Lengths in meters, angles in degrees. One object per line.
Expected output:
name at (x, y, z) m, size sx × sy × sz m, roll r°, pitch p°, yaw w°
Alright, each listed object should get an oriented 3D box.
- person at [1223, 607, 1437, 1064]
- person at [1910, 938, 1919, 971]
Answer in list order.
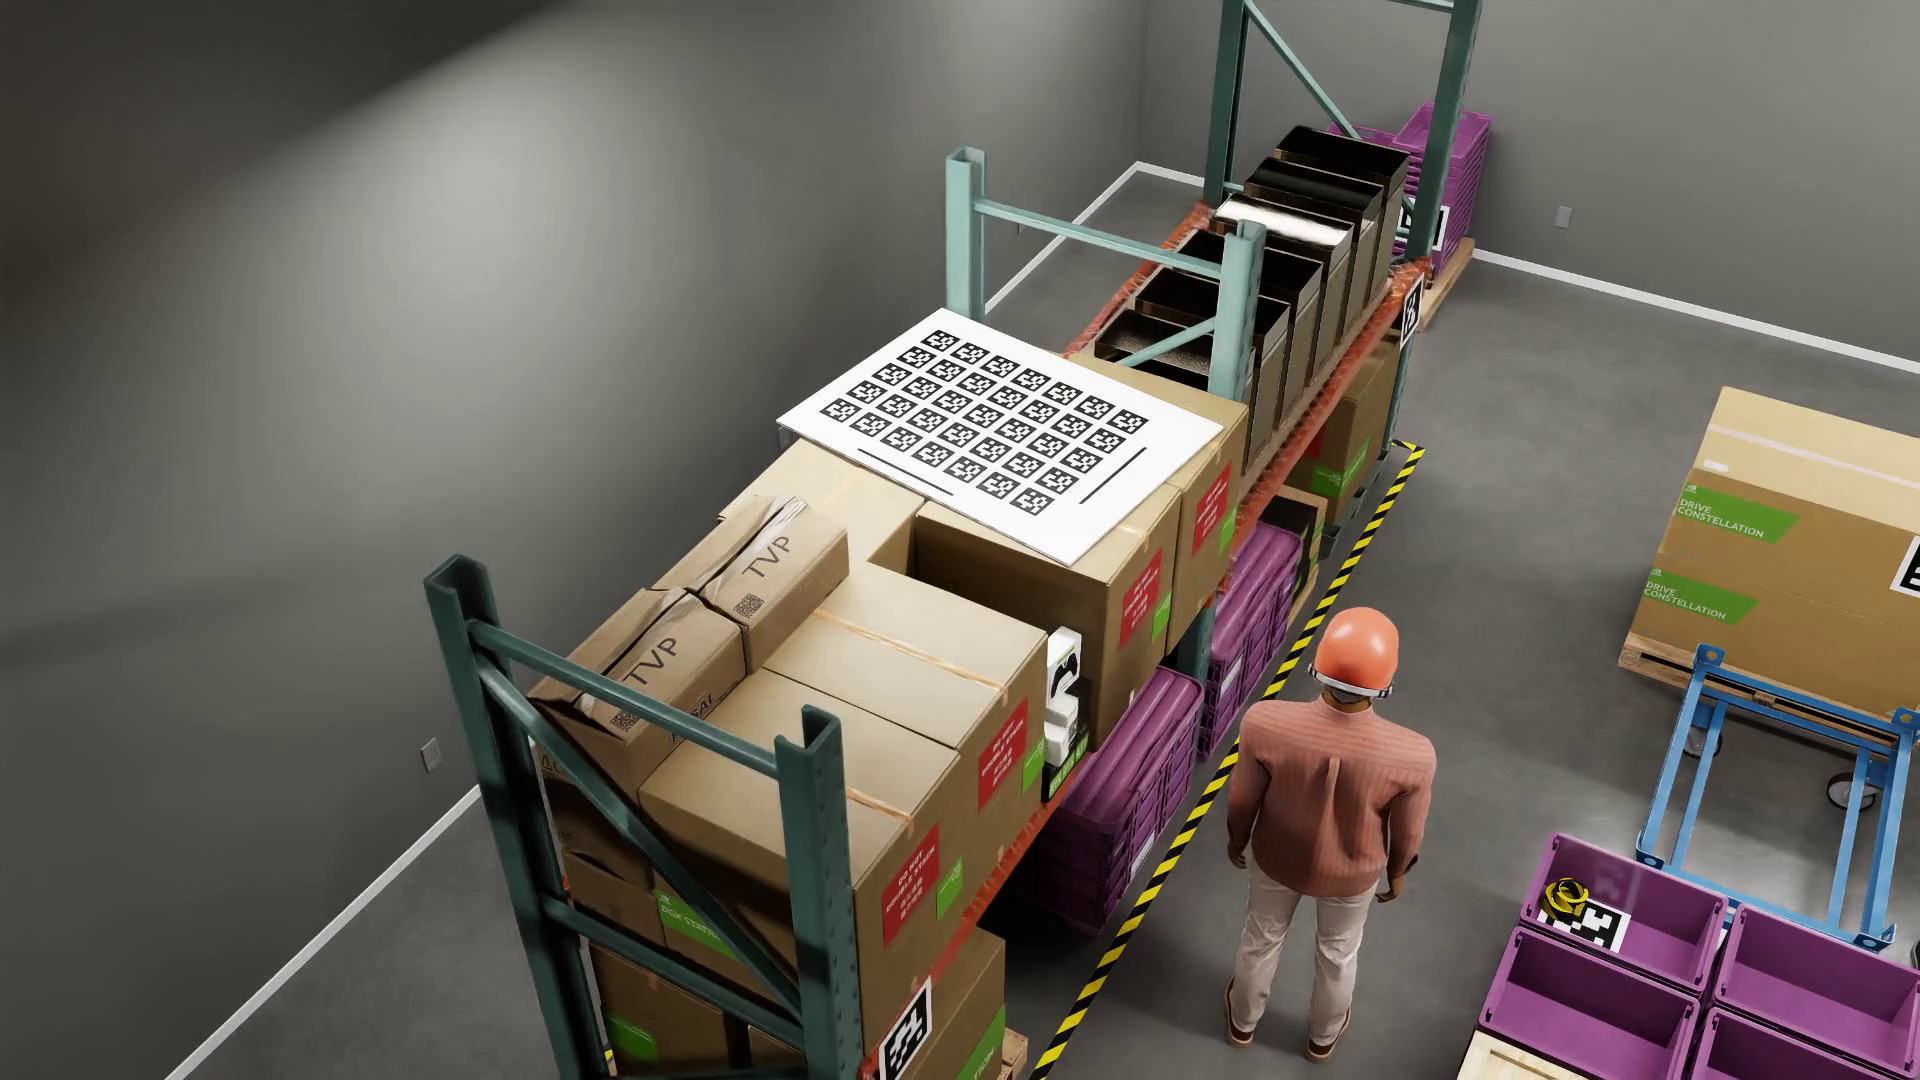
person at (1.154, 0.995, 5.367) m, size 0.612 × 1.995 × 0.376 m, roll 10°, pitch 41°, yaw 12°
person at (3.713, 0.948, 5.548) m, size 0.600 × 1.832 × 0.404 m, roll 22°, pitch 45°, yaw 24°
